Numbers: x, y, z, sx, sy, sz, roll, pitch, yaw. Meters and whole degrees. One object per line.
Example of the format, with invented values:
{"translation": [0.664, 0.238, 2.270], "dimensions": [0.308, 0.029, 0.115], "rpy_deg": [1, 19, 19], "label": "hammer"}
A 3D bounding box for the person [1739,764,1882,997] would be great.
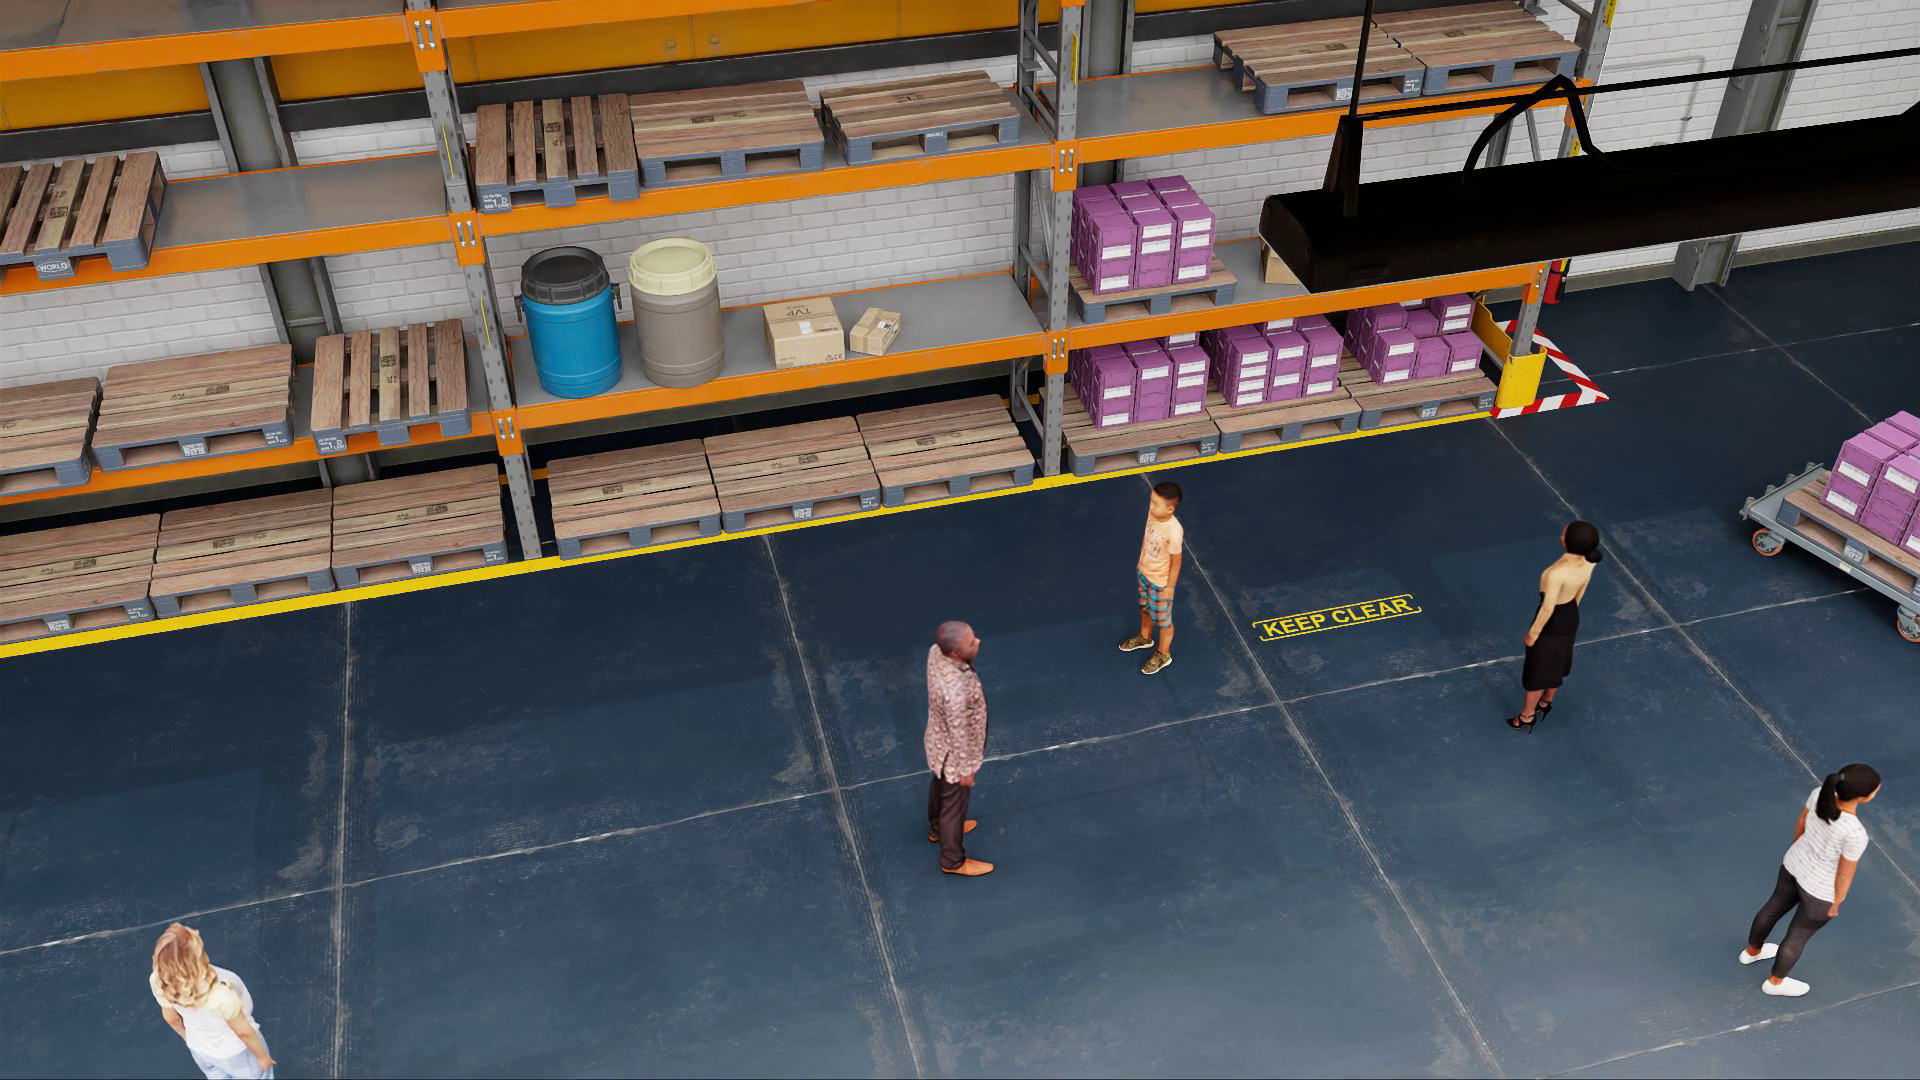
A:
{"translation": [4.535, 1.788, 8.848], "dimensions": [0.536, 1.647, 0.575], "rpy_deg": [-7, 39, -9], "label": "person"}

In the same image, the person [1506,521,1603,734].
{"translation": [3.716, 0.542, 10.403], "dimensions": [0.581, 1.653, 0.700], "rpy_deg": [-23, 44, -26], "label": "person"}

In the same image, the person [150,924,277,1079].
{"translation": [-3.523, 2.435, 7.976], "dimensions": [0.653, 1.723, 0.769], "rpy_deg": [9, 39, 11], "label": "person"}

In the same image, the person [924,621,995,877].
{"translation": [-0.047, 1.166, 9.497], "dimensions": [0.586, 1.808, 0.685], "rpy_deg": [-8, 39, -9], "label": "person"}

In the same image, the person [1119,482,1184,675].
{"translation": [1.307, 0.220, 10.960], "dimensions": [0.552, 1.461, 0.568], "rpy_deg": [-18, 42, -22], "label": "person"}
